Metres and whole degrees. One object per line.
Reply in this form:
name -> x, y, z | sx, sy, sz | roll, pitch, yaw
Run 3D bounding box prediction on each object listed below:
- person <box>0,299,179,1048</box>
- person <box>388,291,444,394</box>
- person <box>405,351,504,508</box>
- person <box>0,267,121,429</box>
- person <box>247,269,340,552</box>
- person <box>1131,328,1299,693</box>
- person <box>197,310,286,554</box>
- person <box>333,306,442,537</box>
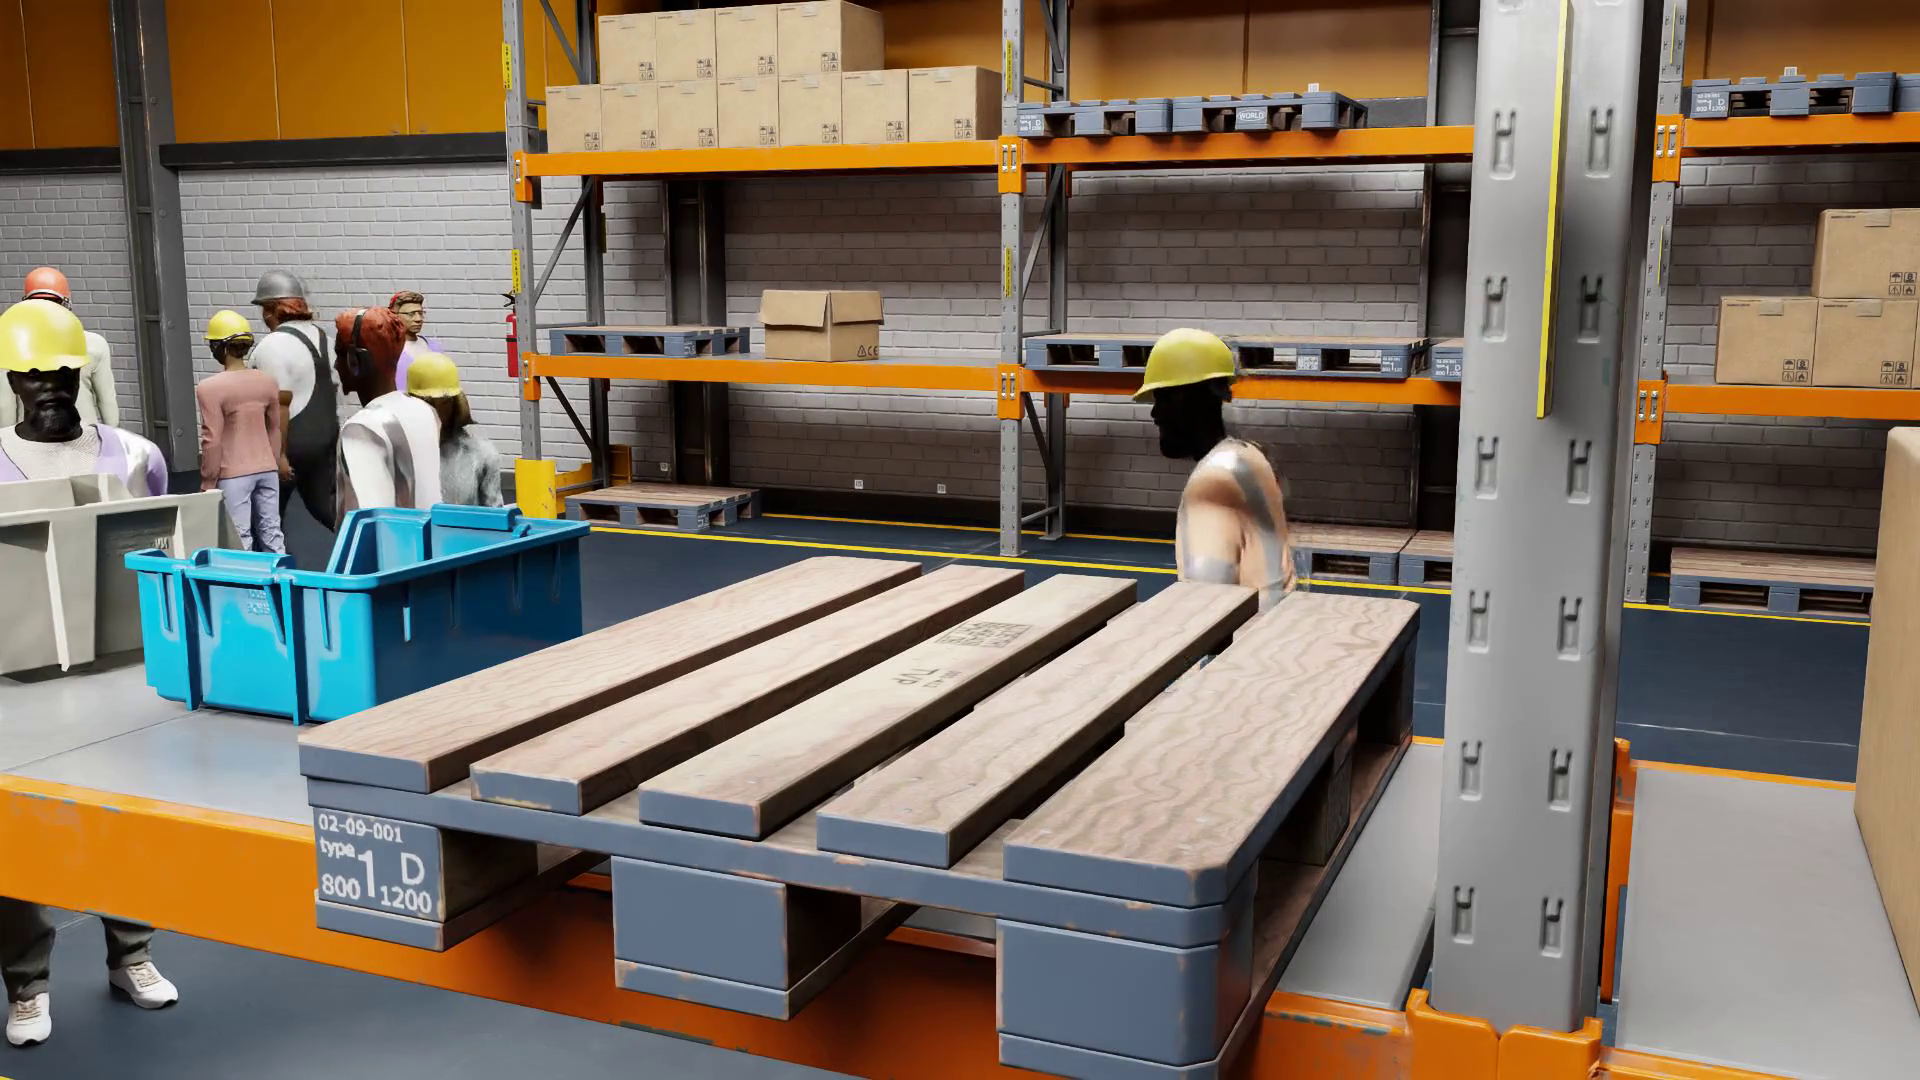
person -> -2.352, 0.338, 4.385 | 0.585, 1.929, 0.375 | -8, 12, -40
person -> -3.476, -0.645, 10.516 | 0.389, 1.846, 0.567 | 5, 11, 29
person -> -1.959, 0.142, 6.226 | 0.487, 1.715, 0.794 | -6, 11, -31
person -> -5.099, -0.536, 9.421 | 0.622, 1.992, 0.394 | -6, 11, -33
person -> -3.813, -0.612, 9.738 | 0.960, 2.000, 0.695 | 2, 10, 10
person -> 0.756, 0.358, 4.550 | 0.890, 1.849, 0.619 | 1, 10, 8
person -> -3.862, -0.340, 8.931 | 0.315, 1.769, 0.523 | 4, 10, 23
person -> -1.846, 0.186, 5.425 | 0.337, 1.882, 0.585 | 0, 9, 2
